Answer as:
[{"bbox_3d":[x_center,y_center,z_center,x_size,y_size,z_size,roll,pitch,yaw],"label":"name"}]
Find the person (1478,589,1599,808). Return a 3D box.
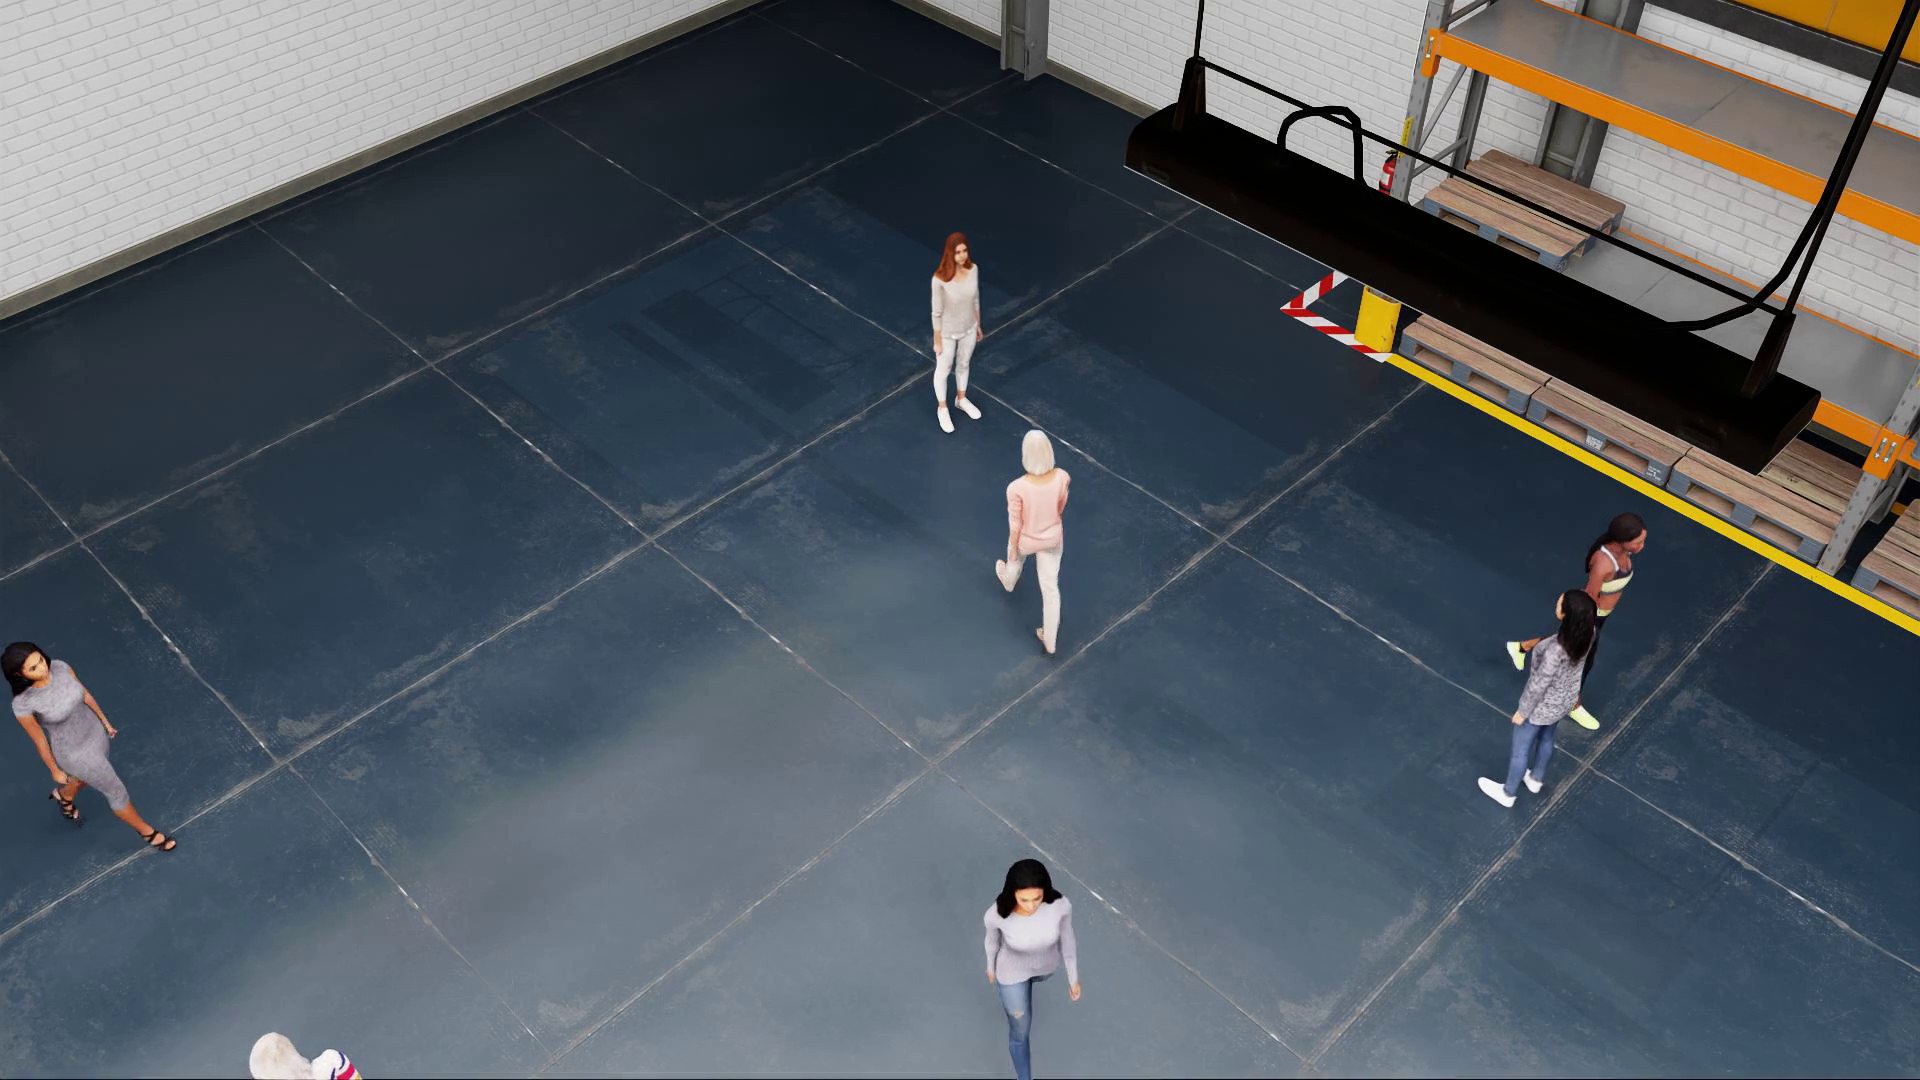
[{"bbox_3d":[3.562,0.966,10.058,0.643,1.732,0.579,-27,50,-26],"label":"person"}]

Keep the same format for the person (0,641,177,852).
[{"bbox_3d":[-5.247,1.213,9.787,1.152,1.748,0.964,9,44,9],"label":"person"}]

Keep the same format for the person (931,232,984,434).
[{"bbox_3d":[-0.042,-1.632,12.798,0.633,1.713,0.610,-25,49,-24],"label":"person"}]

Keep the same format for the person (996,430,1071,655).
[{"bbox_3d":[0.548,0.044,11.069,0.929,1.672,1.206,-15,46,-15],"label":"person"}]

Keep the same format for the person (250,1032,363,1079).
[{"bbox_3d":[-3.044,2.884,7.990,0.654,1.807,0.506,-33,53,-30],"label":"person"}]

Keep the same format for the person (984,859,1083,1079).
[{"bbox_3d":[0.344,2.177,8.818,1.024,1.689,1.236,-10,44,-10],"label":"person"}]

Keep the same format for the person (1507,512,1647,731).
[{"bbox_3d":[3.943,0.446,10.601,0.987,1.735,0.632,31,52,29],"label":"person"}]
